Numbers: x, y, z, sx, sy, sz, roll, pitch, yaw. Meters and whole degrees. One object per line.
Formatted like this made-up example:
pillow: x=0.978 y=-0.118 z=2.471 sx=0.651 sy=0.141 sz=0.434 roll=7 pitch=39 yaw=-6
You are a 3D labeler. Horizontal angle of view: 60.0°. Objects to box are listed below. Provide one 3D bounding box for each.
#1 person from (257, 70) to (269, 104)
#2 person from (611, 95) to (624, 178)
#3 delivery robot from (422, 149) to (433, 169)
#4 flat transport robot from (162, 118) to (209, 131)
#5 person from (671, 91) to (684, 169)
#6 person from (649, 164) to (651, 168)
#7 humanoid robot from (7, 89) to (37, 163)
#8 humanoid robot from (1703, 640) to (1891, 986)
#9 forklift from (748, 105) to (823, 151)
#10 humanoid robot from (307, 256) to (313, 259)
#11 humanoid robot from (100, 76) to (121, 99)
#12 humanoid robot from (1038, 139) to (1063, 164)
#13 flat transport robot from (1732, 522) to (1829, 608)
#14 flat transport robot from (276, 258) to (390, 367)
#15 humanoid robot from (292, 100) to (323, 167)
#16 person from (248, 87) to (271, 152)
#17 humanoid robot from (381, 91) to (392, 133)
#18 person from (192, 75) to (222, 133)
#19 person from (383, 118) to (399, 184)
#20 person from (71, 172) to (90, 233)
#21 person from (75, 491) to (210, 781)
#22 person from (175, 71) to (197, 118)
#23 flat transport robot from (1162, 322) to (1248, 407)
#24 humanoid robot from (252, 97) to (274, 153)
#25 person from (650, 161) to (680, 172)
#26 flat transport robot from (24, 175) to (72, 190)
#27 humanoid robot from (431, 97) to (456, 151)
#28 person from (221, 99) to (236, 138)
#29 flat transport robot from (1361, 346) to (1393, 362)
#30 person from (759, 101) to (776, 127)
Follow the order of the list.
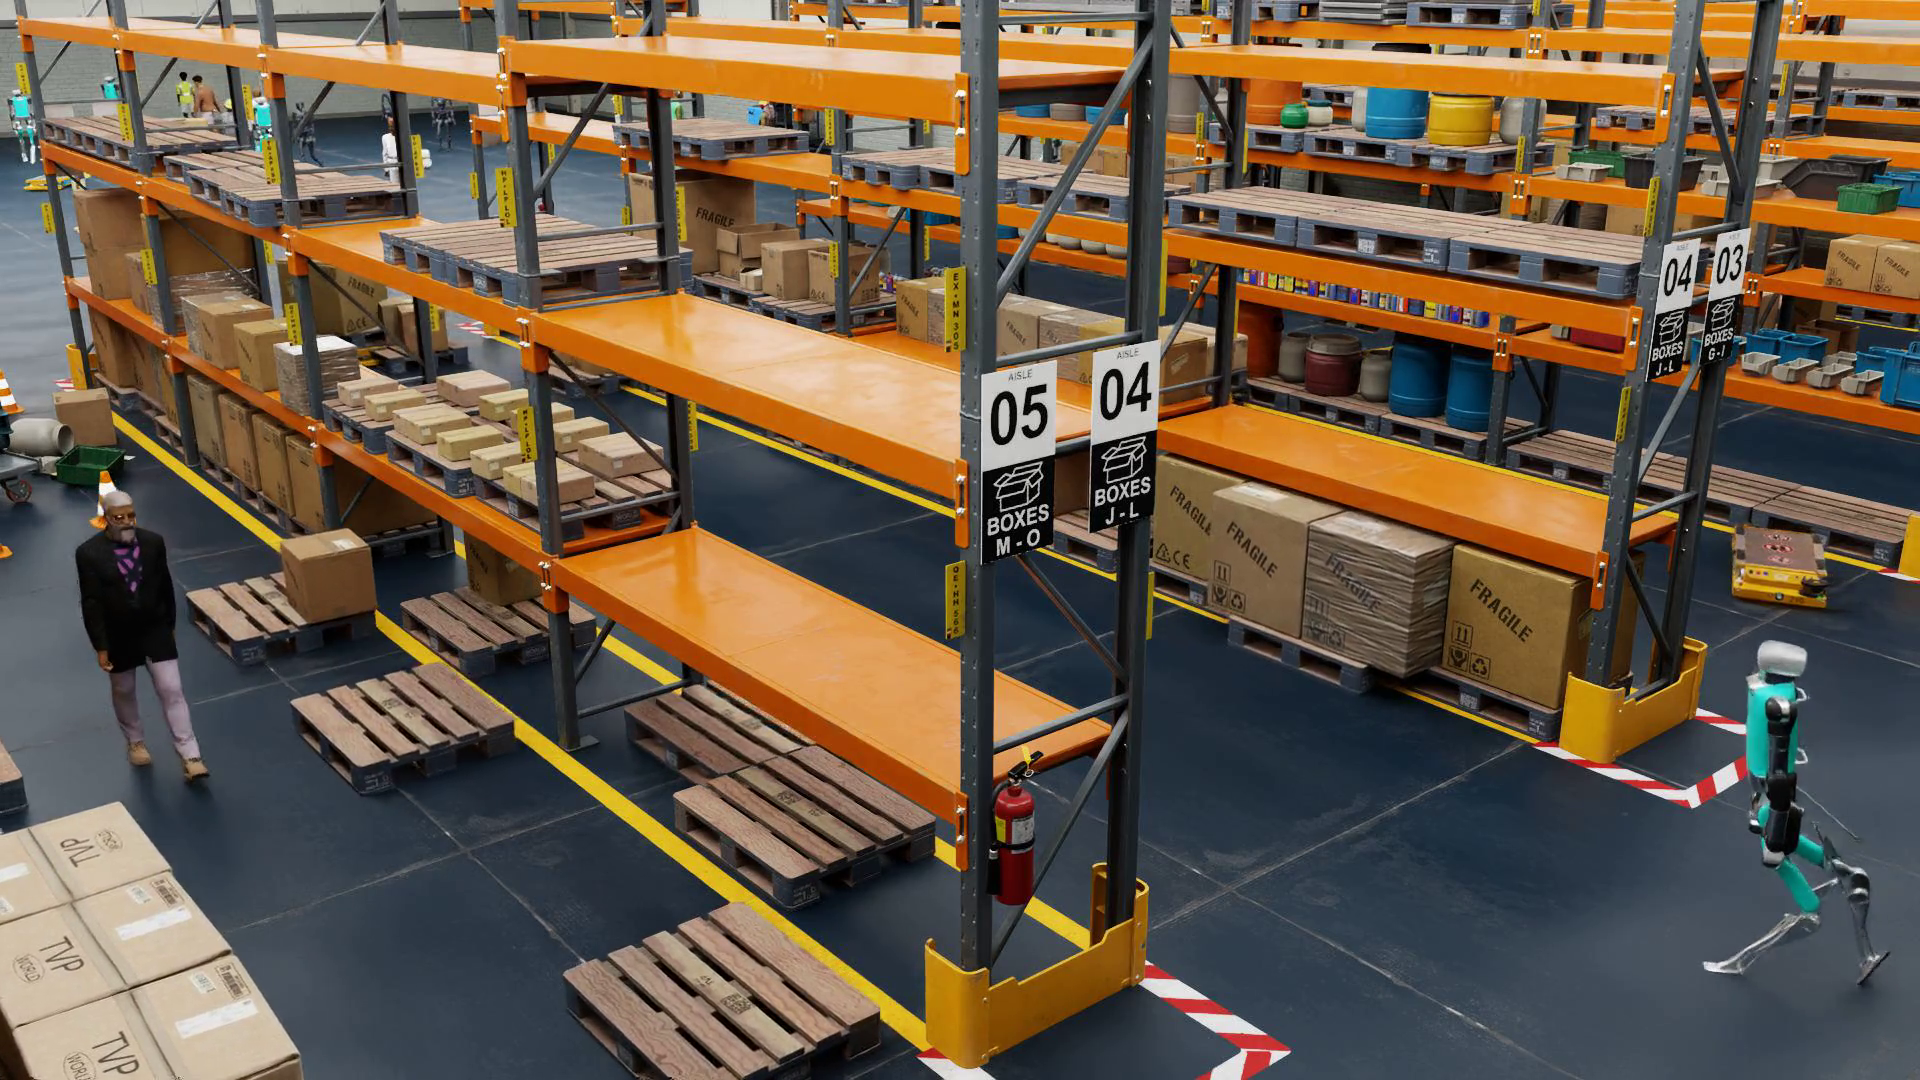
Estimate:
person: x=-19.875 y=-12.700 z=47.671 sx=0.395 sy=1.871 sz=0.503 roll=8 pitch=21 yaw=21
person: x=-7.616 y=-9.126 z=37.470 sx=0.378 sy=1.888 sz=0.565 roll=-7 pitch=20 yaw=-19
delivery robot: x=-12.833 y=-8.982 z=39.096 sx=0.815 sy=0.614 sz=0.499 roll=-15 pitch=24 yaw=-36
flat transport robot: x=-19.182 y=-9.648 z=41.394 sx=0.659 sy=0.231 sz=1.431 roll=-3 pitch=20 yaw=-8
person: x=-6.486 y=-9.401 z=38.140 sx=0.389 sy=1.971 sz=0.479 roll=-9 pitch=21 yaw=-23
person: x=-6.041 y=-7.552 z=33.206 sx=0.333 sy=1.743 sz=0.476 roll=8 pitch=21 yaw=23
humanoid robot: x=-22.668 y=-9.996 z=40.226 sx=0.544 sy=1.792 sz=0.910 roll=-13 pitch=23 yaw=-32
humanoid robot: x=4.155 y=1.356 z=7.892 sx=0.975 sy=1.760 sz=0.545 roll=5 pitch=20 yaw=15
forklift: x=-4.526 y=-11.368 z=42.374 sx=1.129 sy=2.768 sz=1.873 roll=-15 pitch=24 yaw=-37
humanoid robot: x=-7.868 y=-3.070 z=20.483 sx=0.612 sy=1.758 sz=0.877 roll=-16 pitch=25 yaw=-39
humanoid robot: x=-22.467 y=-11.536 z=44.596 sx=0.530 sy=1.776 sz=0.990 roll=4 pitch=20 yaw=13
humanoid robot: x=1.825 y=-7.954 z=34.347 sx=0.681 sy=1.789 sz=0.532 roll=2 pitch=19 yaw=6
flat transport robot: x=6.584 y=0.192 z=13.389 sx=0.659 sy=0.231 sz=1.431 roll=8 pitch=21 yaw=22
flat transport robot: x=-7.657 y=-2.335 z=20.581 sx=1.431 sy=0.231 sz=0.659 roll=18 pitch=26 yaw=41
humanoid robot: x=-15.123 y=-9.347 z=38.486 sx=0.609 sy=1.632 sz=0.715 roll=3 pitch=20 yaw=10
person: x=-16.257 y=-9.566 z=38.710 sx=0.525 sy=1.896 sz=0.465 roll=-5 pitch=20 yaw=-13
humanoid robot: x=-14.793 y=-11.093 z=43.362 sx=0.599 sy=1.657 sz=0.315 roll=0 pitch=19 yaw=-1
person: x=-19.829 y=-11.260 z=43.649 sx=0.832 sy=1.812 sz=0.792 roll=5 pitch=20 yaw=13
person: x=-10.630 y=-7.026 z=31.499 sx=0.572 sy=1.883 sz=0.359 roll=2 pitch=20 yaw=7
person: x=-15.875 y=-6.484 z=29.944 sx=0.390 sy=1.891 sz=0.533 roll=-12 pitch=23 yaw=-31
person: x=-4.911 y=0.592 z=9.936 sx=0.539 sy=1.808 sz=0.972 roll=-15 pitch=24 yaw=-36
person: x=-21.774 y=-12.330 z=46.868 sx=0.539 sy=1.697 sz=0.317 roll=-12 pitch=23 yaw=-32
flat transport robot: x=2.435 y=-1.600 z=18.490 sx=0.659 sy=0.231 sz=1.431 roll=-15 pitch=24 yaw=-37
humanoid robot: x=-15.901 y=-9.156 z=37.820 sx=0.798 sy=1.800 sz=0.559 roll=16 pitch=25 yaw=38
person: x=-4.961 y=-5.943 z=28.302 sx=0.611 sy=1.957 sz=0.374 roll=10 pitch=22 yaw=27
flat transport robot: x=-19.616 y=-7.753 z=36.000 sx=0.659 sy=0.231 sz=1.431 roll=-2 pitch=19 yaw=-5
humanoid robot: x=-13.178 y=-10.746 z=42.405 sx=0.610 sy=1.646 sz=0.560 roll=-1 pitch=19 yaw=-2
person: x=-16.453 y=-9.131 z=37.727 sx=0.554 sy=1.727 sz=0.611 roll=5 pitch=20 yaw=13
flat transport robot: x=5.471 y=-2.088 z=19.879 sx=0.659 sy=0.231 sz=1.431 roll=-14 pitch=24 yaw=-34
person: x=-4.328 y=-9.088 z=37.544 sx=0.402 sy=1.763 sz=0.535 roll=8 pitch=21 yaw=21
